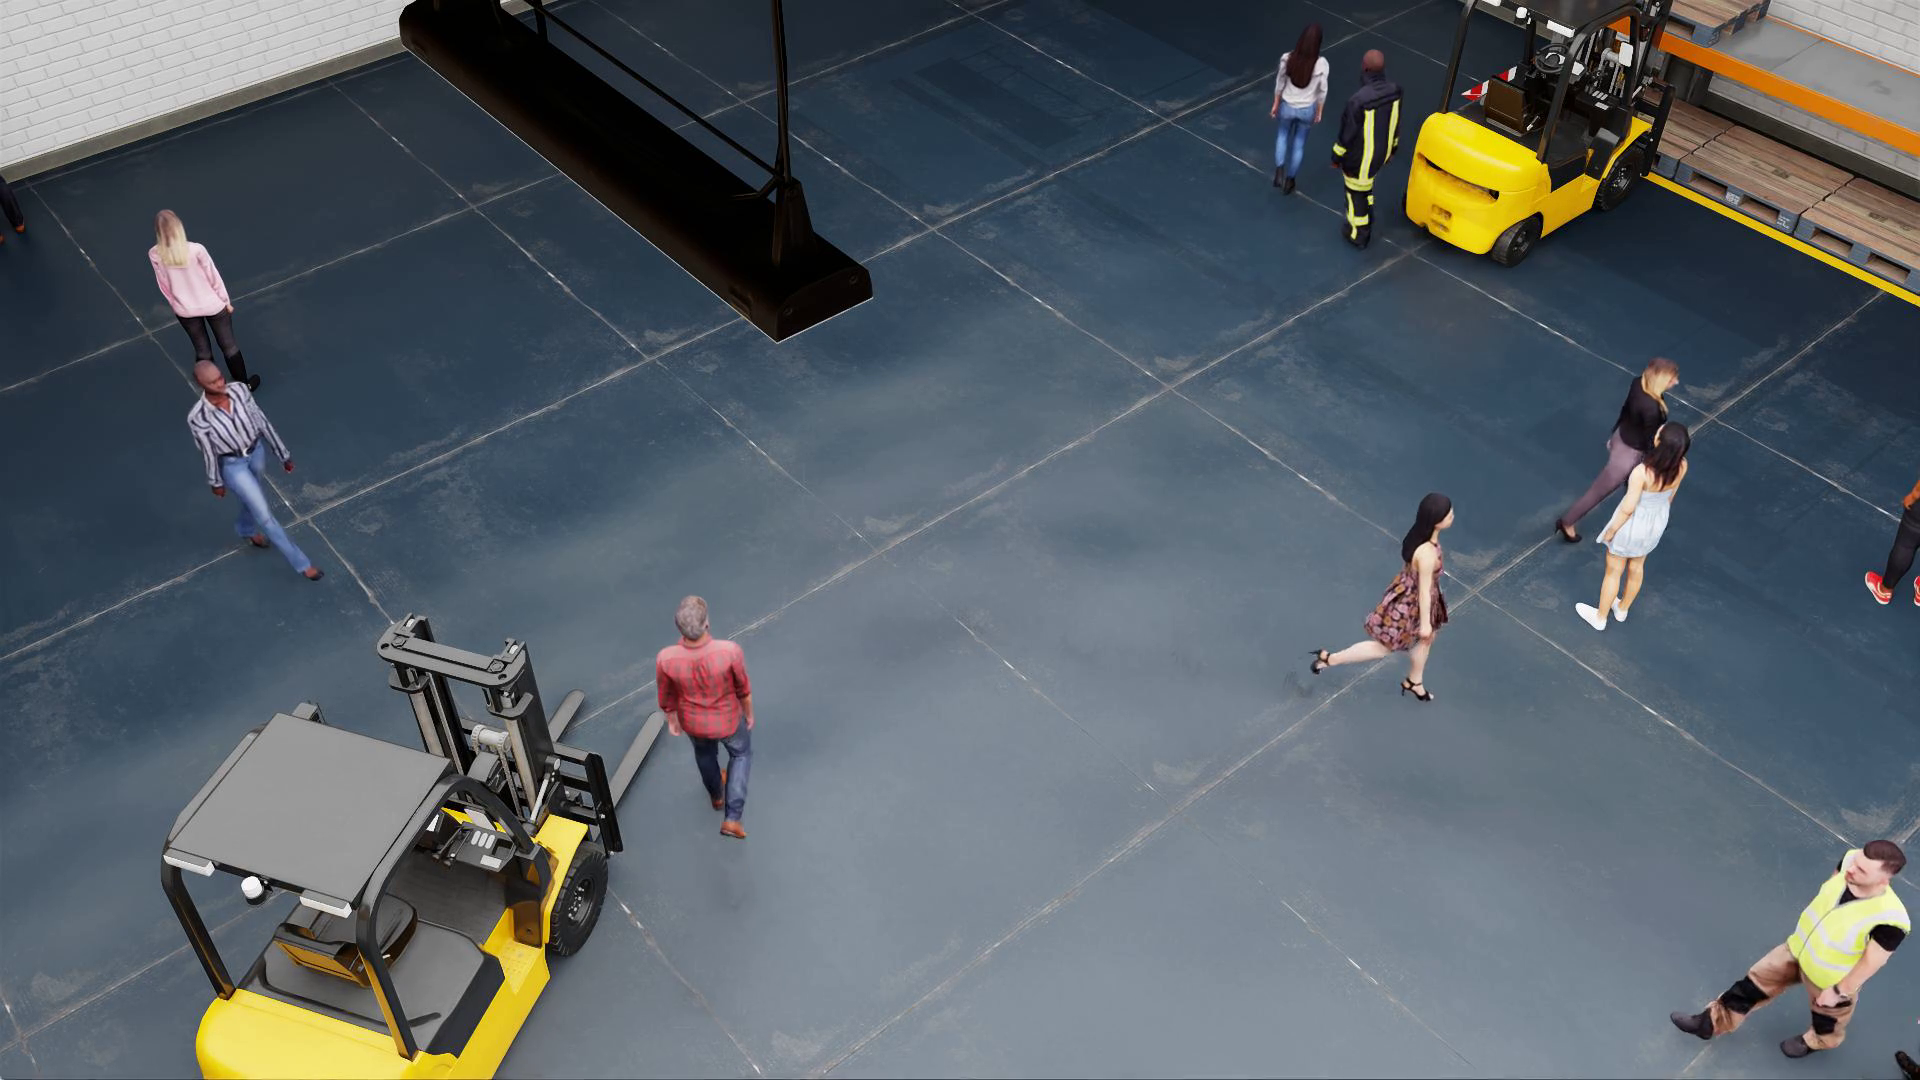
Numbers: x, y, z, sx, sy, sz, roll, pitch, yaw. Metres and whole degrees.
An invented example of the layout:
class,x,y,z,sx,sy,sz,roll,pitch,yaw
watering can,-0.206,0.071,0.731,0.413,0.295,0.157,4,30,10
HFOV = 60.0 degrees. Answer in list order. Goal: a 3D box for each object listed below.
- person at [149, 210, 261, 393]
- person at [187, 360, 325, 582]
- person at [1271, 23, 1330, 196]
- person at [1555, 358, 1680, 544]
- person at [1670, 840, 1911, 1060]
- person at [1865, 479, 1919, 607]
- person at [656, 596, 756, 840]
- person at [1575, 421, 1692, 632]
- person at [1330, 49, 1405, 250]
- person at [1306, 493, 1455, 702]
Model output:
class,x,y,z,sx,sy,sz,roll,pitch,yaw
person,-5.808,-1.782,12.702,0.689,1.688,0.714,-4,44,-4
person,-4.944,-0.521,11.336,1.261,1.745,0.971,19,47,19
person,3.005,-3.797,14.866,0.742,1.619,0.817,12,45,12
person,4.493,-0.574,11.475,1.086,1.631,0.977,6,44,6
person,4.519,2.133,8.515,1.141,1.794,1.193,-6,44,-7
person,6.560,-0.272,11.026,0.766,1.814,0.838,6,44,6
person,-1.438,1.072,9.612,1.005,1.816,1.086,0,44,0
person,4.448,-0.095,10.900,0.651,1.730,0.634,-15,46,-15
person,3.520,-3.293,14.204,0.814,1.802,0.811,-18,47,-18
person,2.727,0.419,10.347,1.175,1.749,1.058,7,44,7
